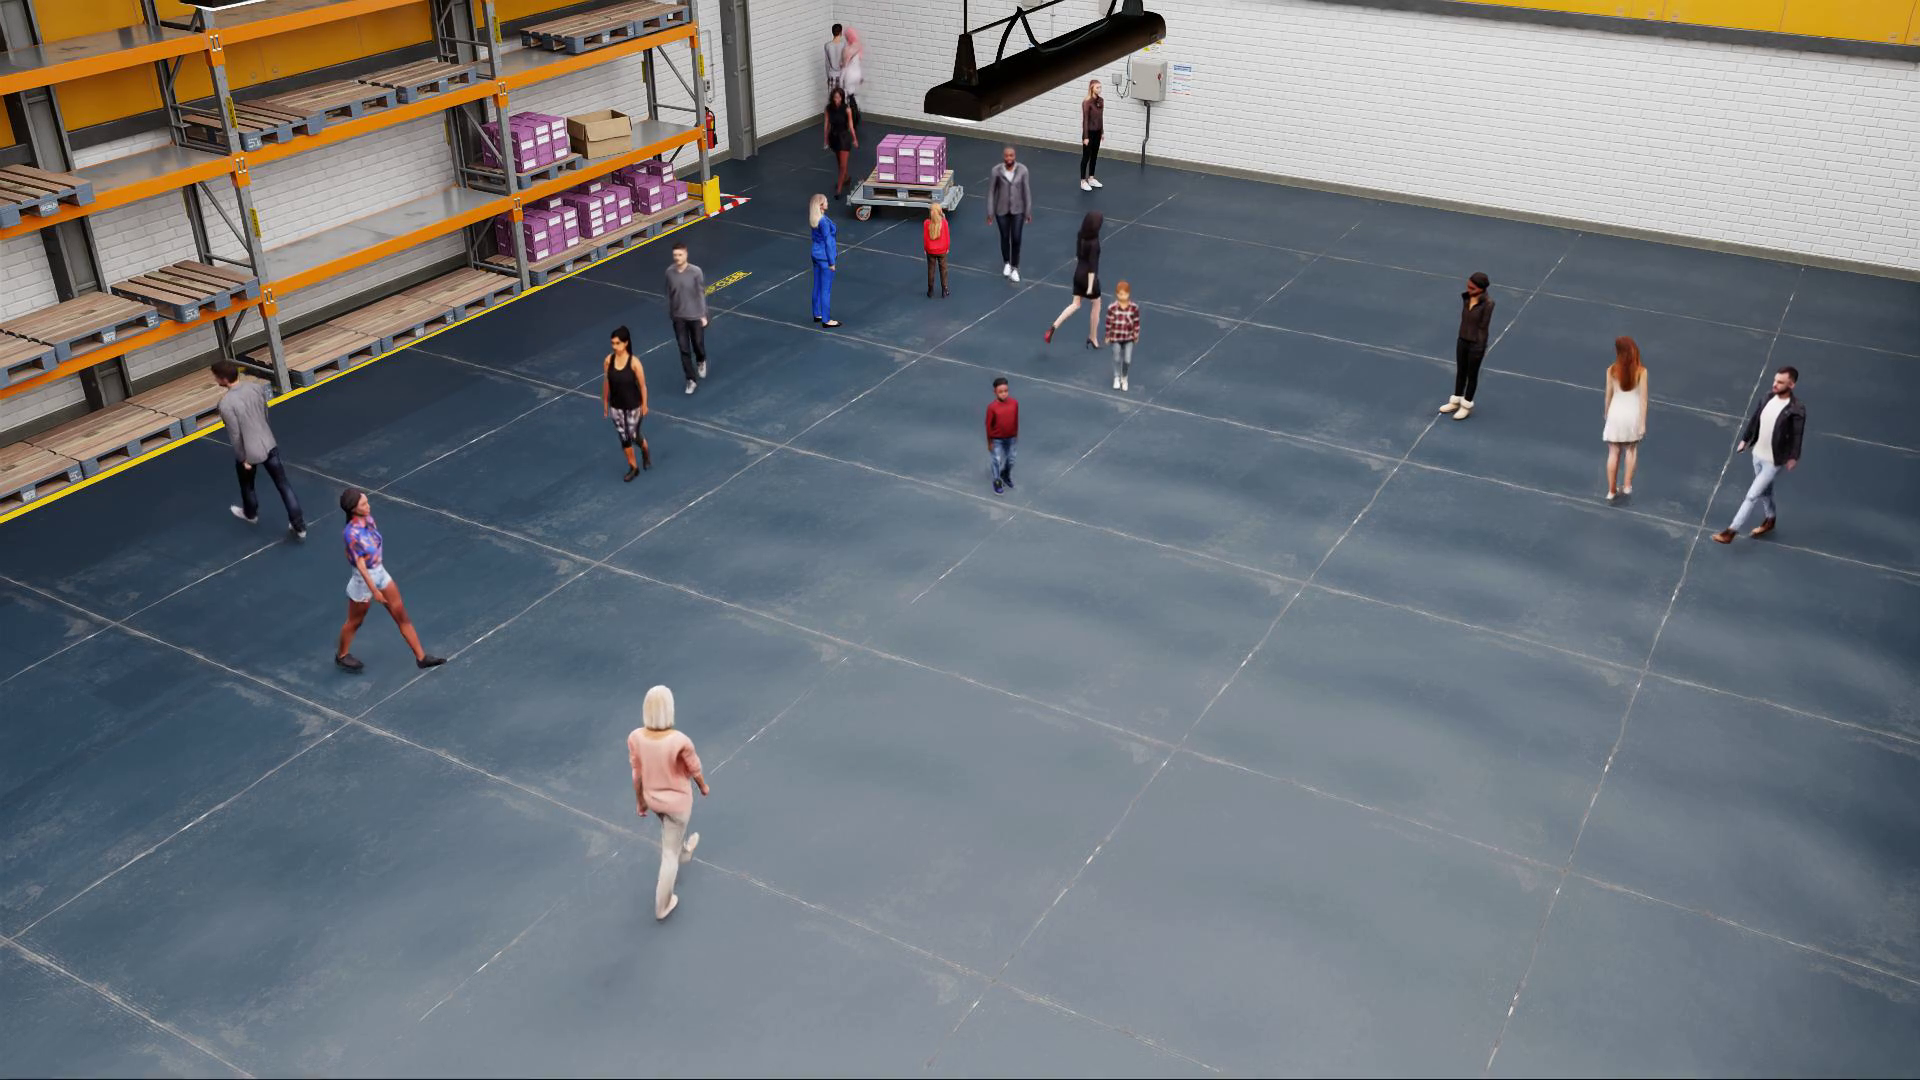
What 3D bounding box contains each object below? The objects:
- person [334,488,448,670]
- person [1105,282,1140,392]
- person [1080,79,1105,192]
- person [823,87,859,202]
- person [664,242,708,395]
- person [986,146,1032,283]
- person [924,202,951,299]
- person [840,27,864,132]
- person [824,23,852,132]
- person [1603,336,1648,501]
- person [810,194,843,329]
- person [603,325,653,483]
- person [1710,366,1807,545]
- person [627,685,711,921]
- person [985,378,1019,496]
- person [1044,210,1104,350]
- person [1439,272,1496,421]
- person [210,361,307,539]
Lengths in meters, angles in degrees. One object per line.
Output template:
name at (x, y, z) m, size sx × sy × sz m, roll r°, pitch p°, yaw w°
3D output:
person at (-4.957, 0.386, 13.715) m, size 0.908 × 1.690 × 1.193 m, roll 6°, pitch 29°, yaw 10°
person at (1.869, -2.382, 19.201) m, size 0.621 × 1.296 × 0.635 m, roll 3°, pitch 29°, yaw 5°
person at (2.068, -6.370, 26.085) m, size 0.532 × 1.704 × 0.714 m, roll -25°, pitch 38°, yaw -38°
person at (-1.832, -6.125, 25.675) m, size 0.836 × 1.668 × 1.328 m, roll 12°, pitch 31°, yaw 21°
person at (-3.112, -2.585, 19.095) m, size 0.833 × 1.753 × 0.947 m, roll 1°, pitch 29°, yaw 1°
person at (0.673, -4.442, 22.455) m, size 0.966 × 1.796 × 1.048 m, roll 2°, pitch 29°, yaw 4°
person at (-0.307, -3.813, 21.841) m, size 0.582 × 1.280 × 0.626 m, roll 0°, pitch 29°, yaw 1°
person at (-1.851, -8.040, 29.054) m, size 0.735 × 1.794 × 0.573 m, roll 22°, pitch 36°, yaw 35°
person at (-2.120, -8.078, 29.068) m, size 0.672 × 1.848 × 0.613 m, roll 8°, pitch 30°, yaw 14°
person at (6.635, -1.181, 16.616) m, size 0.628 × 1.663 × 0.606 m, roll 24°, pitch 37°, yaw 37°
person at (-1.729, -3.514, 20.853) m, size 0.718 × 1.701 × 0.707 m, roll -15°, pitch 32°, yaw -25°
person at (-3.390, -1.420, 17.065) m, size 0.657 × 1.653 × 0.720 m, roll 8°, pitch 30°, yaw 15°
person at (7.746, -0.802, 15.780) m, size 1.217 × 1.799 × 1.110 m, roll -10°, pitch 30°, yaw -18°
person at (-1.988, 1.796, 11.135) m, size 0.764 × 1.686 × 1.097 m, roll 8°, pitch 30°, yaw 15°
person at (0.408, -1.081, 16.868) m, size 0.586 × 1.246 × 0.655 m, roll -10°, pitch 30°, yaw -17°
person at (1.433, -3.064, 19.955) m, size 1.112 × 1.772 × 0.936 m, roll -15°, pitch 32°, yaw -25°
person at (5.692, -2.187, 18.465) m, size 0.738 × 1.659 × 0.680 m, roll 17°, pitch 33°, yaw 29°
person at (-6.619, -0.816, 15.796) m, size 0.865 × 1.807 × 1.183 m, roll 20°, pitch 34°, yaw 32°
